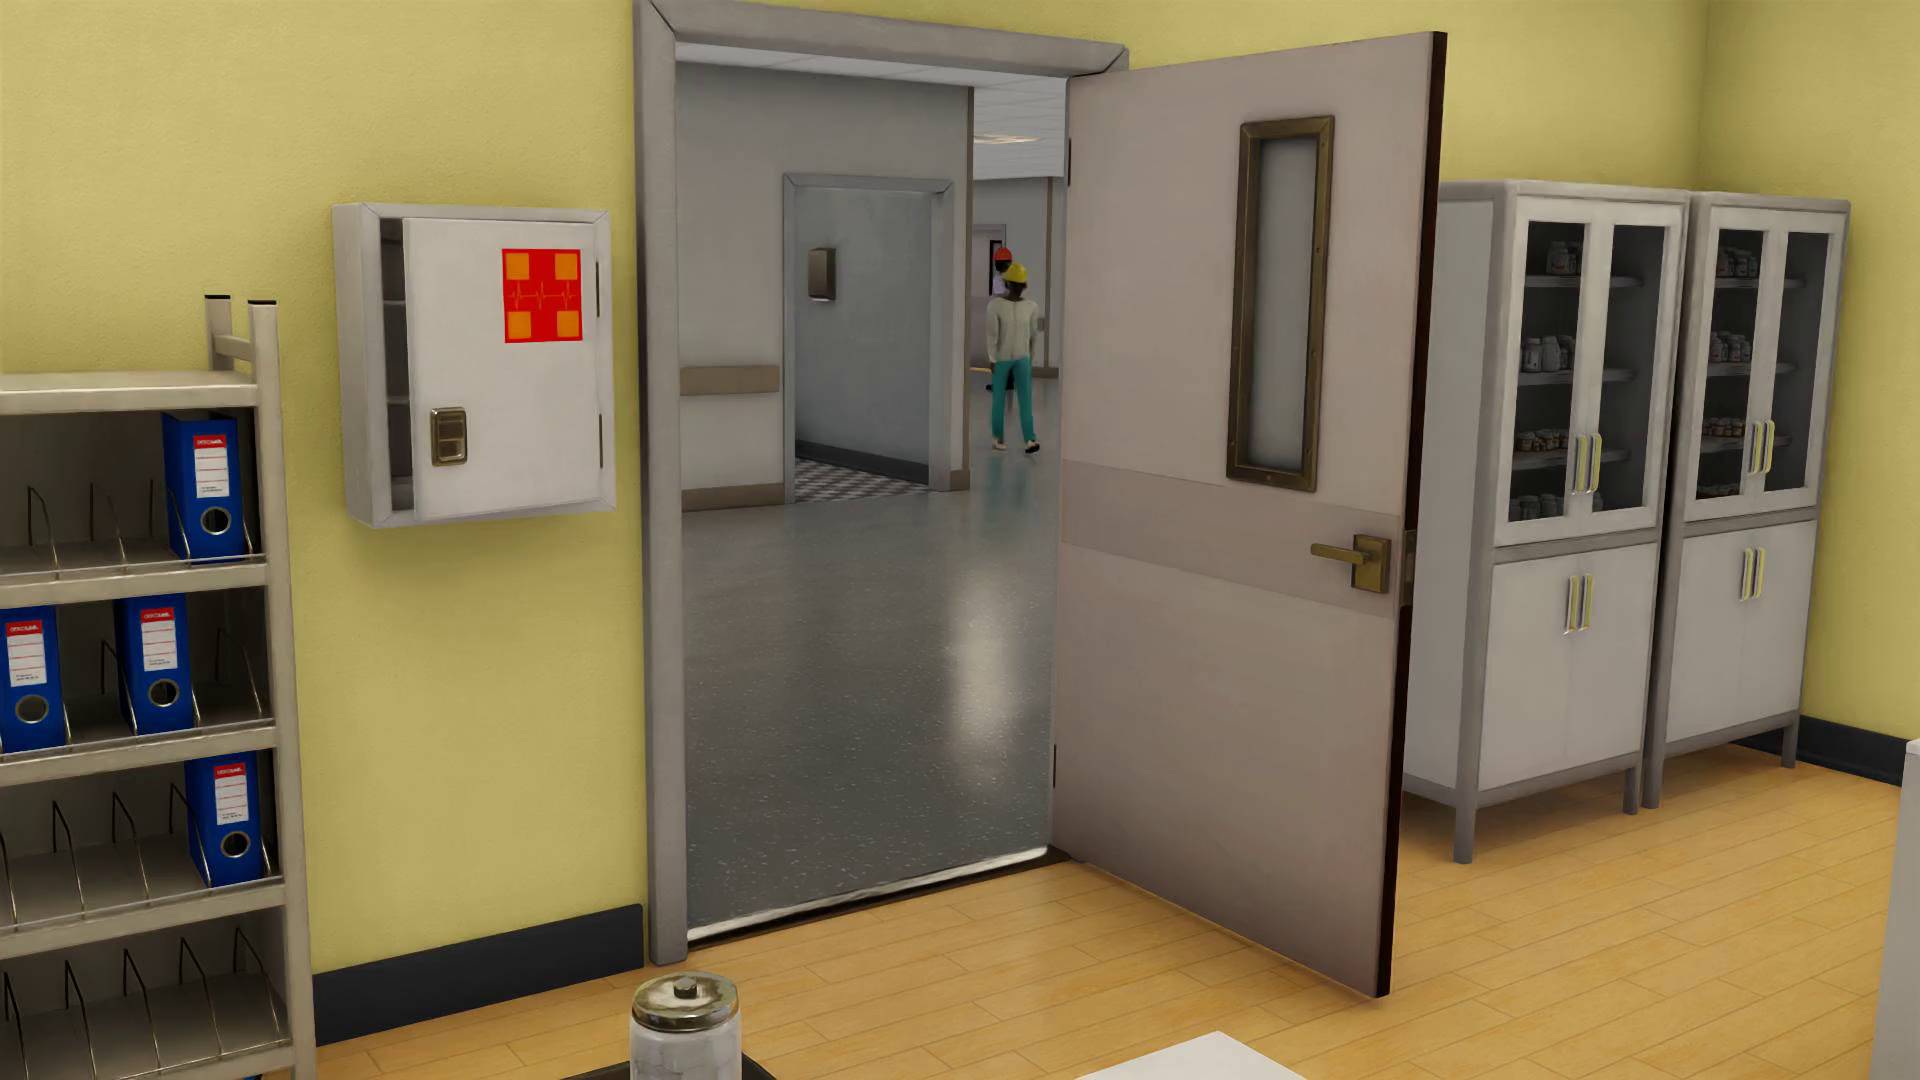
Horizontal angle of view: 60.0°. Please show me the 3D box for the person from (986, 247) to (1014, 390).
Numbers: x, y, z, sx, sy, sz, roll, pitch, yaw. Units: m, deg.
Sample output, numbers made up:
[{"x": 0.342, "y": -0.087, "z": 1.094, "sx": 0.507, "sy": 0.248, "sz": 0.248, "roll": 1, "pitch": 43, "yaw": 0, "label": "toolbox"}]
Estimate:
[{"x": 0.578, "y": -3.015, "z": 22.727, "sx": 0.350, "sy": 1.941, "sz": 0.545, "roll": 6, "pitch": 11, "yaw": 30, "label": "person"}]

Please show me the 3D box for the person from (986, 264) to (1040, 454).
[{"x": 0.486, "y": -1.643, "z": 15.168, "sx": 0.525, "sy": 1.719, "sz": 0.913, "roll": -2, "pitch": 10, "yaw": -14, "label": "person"}]
